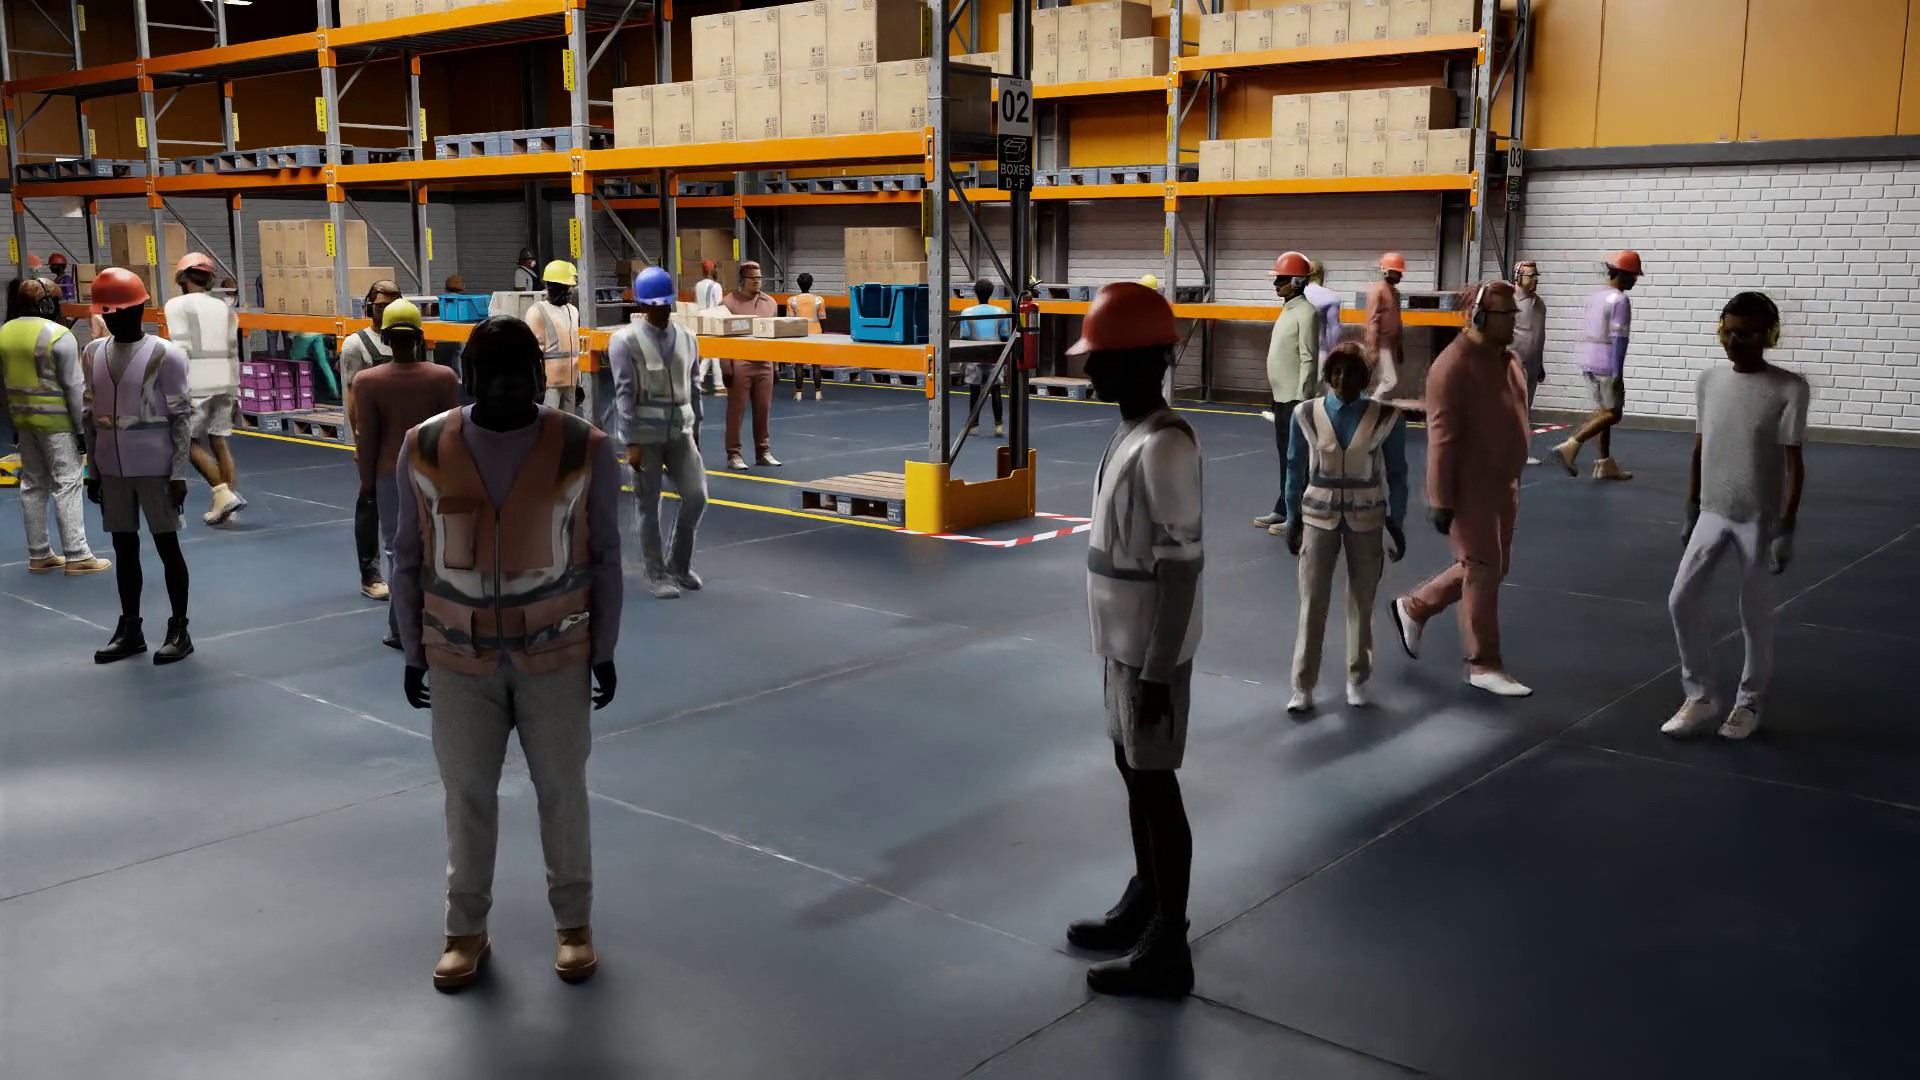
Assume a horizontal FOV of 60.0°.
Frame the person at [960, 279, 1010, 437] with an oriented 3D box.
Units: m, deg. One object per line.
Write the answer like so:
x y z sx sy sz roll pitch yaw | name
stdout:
0.262 -1.950 17.860 0.540 1.695 0.317 -1 10 -8 | person

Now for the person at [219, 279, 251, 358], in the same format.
-9.726 -2.669 22.171 0.700 1.608 0.538 8 13 39 | person

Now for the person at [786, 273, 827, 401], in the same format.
-2.042 -2.674 22.030 0.561 1.698 0.413 -2 10 -11 | person

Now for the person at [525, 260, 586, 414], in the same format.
-3.226 -1.282 13.410 0.385 1.922 0.594 4 11 23 | person

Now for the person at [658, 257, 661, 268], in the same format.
-4.285 -3.152 24.089 0.392 1.915 0.587 5 11 26 | person

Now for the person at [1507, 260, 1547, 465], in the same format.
5.220 -1.634 15.468 0.639 1.909 0.409 -7 12 -33 | person

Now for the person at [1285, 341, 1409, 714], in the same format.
1.668 -0.038 7.224 0.538 1.615 0.671 3 10 17 | person

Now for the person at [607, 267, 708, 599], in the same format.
-1.712 -0.594 9.531 0.609 1.915 0.473 -8 13 -39 | person

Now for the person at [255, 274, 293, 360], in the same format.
-11.241 -3.741 27.459 0.643 1.910 0.400 0 10 1 | person

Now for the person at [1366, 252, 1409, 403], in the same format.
4.486 -2.022 17.494 0.436 1.969 0.613 7 12 36 | person

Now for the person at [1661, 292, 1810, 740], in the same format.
3.149 -0.074 6.749 0.619 1.842 0.557 -7 12 -35 | person

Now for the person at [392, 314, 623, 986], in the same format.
-1.237 0.310 4.588 0.625 1.844 0.429 -1 10 -8 | person

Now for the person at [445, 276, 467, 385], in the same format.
-7.478 -3.107 24.713 0.273 1.606 0.622 -7 12 -35 | person

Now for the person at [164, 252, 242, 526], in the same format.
-5.485 -1.091 12.141 0.679 1.991 0.662 4 11 23 | person

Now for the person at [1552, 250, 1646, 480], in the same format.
5.554 -1.503 14.446 0.672 2.016 0.614 0 10 -2 | person

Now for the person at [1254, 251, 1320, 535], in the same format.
2.342 -1.034 11.792 0.379 1.996 0.611 -1 10 -6 | person

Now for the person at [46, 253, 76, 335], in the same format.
-14.251 -3.573 26.418 0.545 1.938 0.362 9 13 41 | person

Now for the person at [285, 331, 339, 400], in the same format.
-8.650 -2.686 22.007 0.738 1.704 0.542 2 10 11 | person

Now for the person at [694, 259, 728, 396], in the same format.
-3.366 -2.903 22.773 0.465 1.876 0.601 -8 13 -39 | person

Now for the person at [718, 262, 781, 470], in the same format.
-1.914 -1.594 15.284 0.637 1.898 0.395 -9 13 -40 | person

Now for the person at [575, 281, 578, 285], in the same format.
-6.528 -3.680 27.881 0.280 1.636 0.503 9 13 40 | person

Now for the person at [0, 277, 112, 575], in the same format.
-5.630 -0.697 10.315 0.633 1.843 0.429 3 11 19 | person

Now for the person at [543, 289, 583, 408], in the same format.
-5.022 -2.577 21.039 0.600 1.833 0.404 -7 12 -36 | person

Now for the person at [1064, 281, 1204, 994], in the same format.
0.465 0.270 4.546 0.378 1.932 0.551 -1 10 -5 | person

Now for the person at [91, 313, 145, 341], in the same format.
-8.953 -1.898 17.825 0.785 1.609 0.524 10 14 43 | person

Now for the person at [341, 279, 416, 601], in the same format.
-3.325 -0.583 9.668 0.351 1.842 0.507 5 11 28 | person

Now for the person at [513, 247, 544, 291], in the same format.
-7.315 -3.972 28.397 0.538 2.000 0.683 0 10 -2 | person

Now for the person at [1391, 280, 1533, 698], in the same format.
2.347 -0.255 7.683 0.657 1.883 0.744 -9 13 -42 | person

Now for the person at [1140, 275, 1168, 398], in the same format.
1.972 -1.911 17.508 0.484 1.744 0.295 -1 10 -5 | person

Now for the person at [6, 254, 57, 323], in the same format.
-12.852 -2.993 23.129 0.633 1.927 1.067 2 10 13 | person

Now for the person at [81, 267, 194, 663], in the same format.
-4.020 -0.353 8.108 0.542 1.931 0.366 1 10 6 | person

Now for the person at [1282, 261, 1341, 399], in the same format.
3.712 -1.972 17.493 0.551 1.892 0.770 -9 13 -42 | person

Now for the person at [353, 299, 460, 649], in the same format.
-2.784 -0.329 8.434 0.524 1.769 0.314 -5 11 -27 | person

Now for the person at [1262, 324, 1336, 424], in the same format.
3.883 -2.130 18.557 0.987 1.806 0.569 8 13 40 | person

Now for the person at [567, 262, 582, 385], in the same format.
-5.148 -2.737 21.957 0.404 1.833 0.586 8 13 40 | person

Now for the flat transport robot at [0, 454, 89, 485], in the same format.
-7.682 -0.642 14.475 1.431 0.197 0.652 -3 10 -16 | flat transport robot

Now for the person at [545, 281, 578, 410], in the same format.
-3.294 -1.267 13.584 0.389 1.840 0.580 1 10 7 | person
